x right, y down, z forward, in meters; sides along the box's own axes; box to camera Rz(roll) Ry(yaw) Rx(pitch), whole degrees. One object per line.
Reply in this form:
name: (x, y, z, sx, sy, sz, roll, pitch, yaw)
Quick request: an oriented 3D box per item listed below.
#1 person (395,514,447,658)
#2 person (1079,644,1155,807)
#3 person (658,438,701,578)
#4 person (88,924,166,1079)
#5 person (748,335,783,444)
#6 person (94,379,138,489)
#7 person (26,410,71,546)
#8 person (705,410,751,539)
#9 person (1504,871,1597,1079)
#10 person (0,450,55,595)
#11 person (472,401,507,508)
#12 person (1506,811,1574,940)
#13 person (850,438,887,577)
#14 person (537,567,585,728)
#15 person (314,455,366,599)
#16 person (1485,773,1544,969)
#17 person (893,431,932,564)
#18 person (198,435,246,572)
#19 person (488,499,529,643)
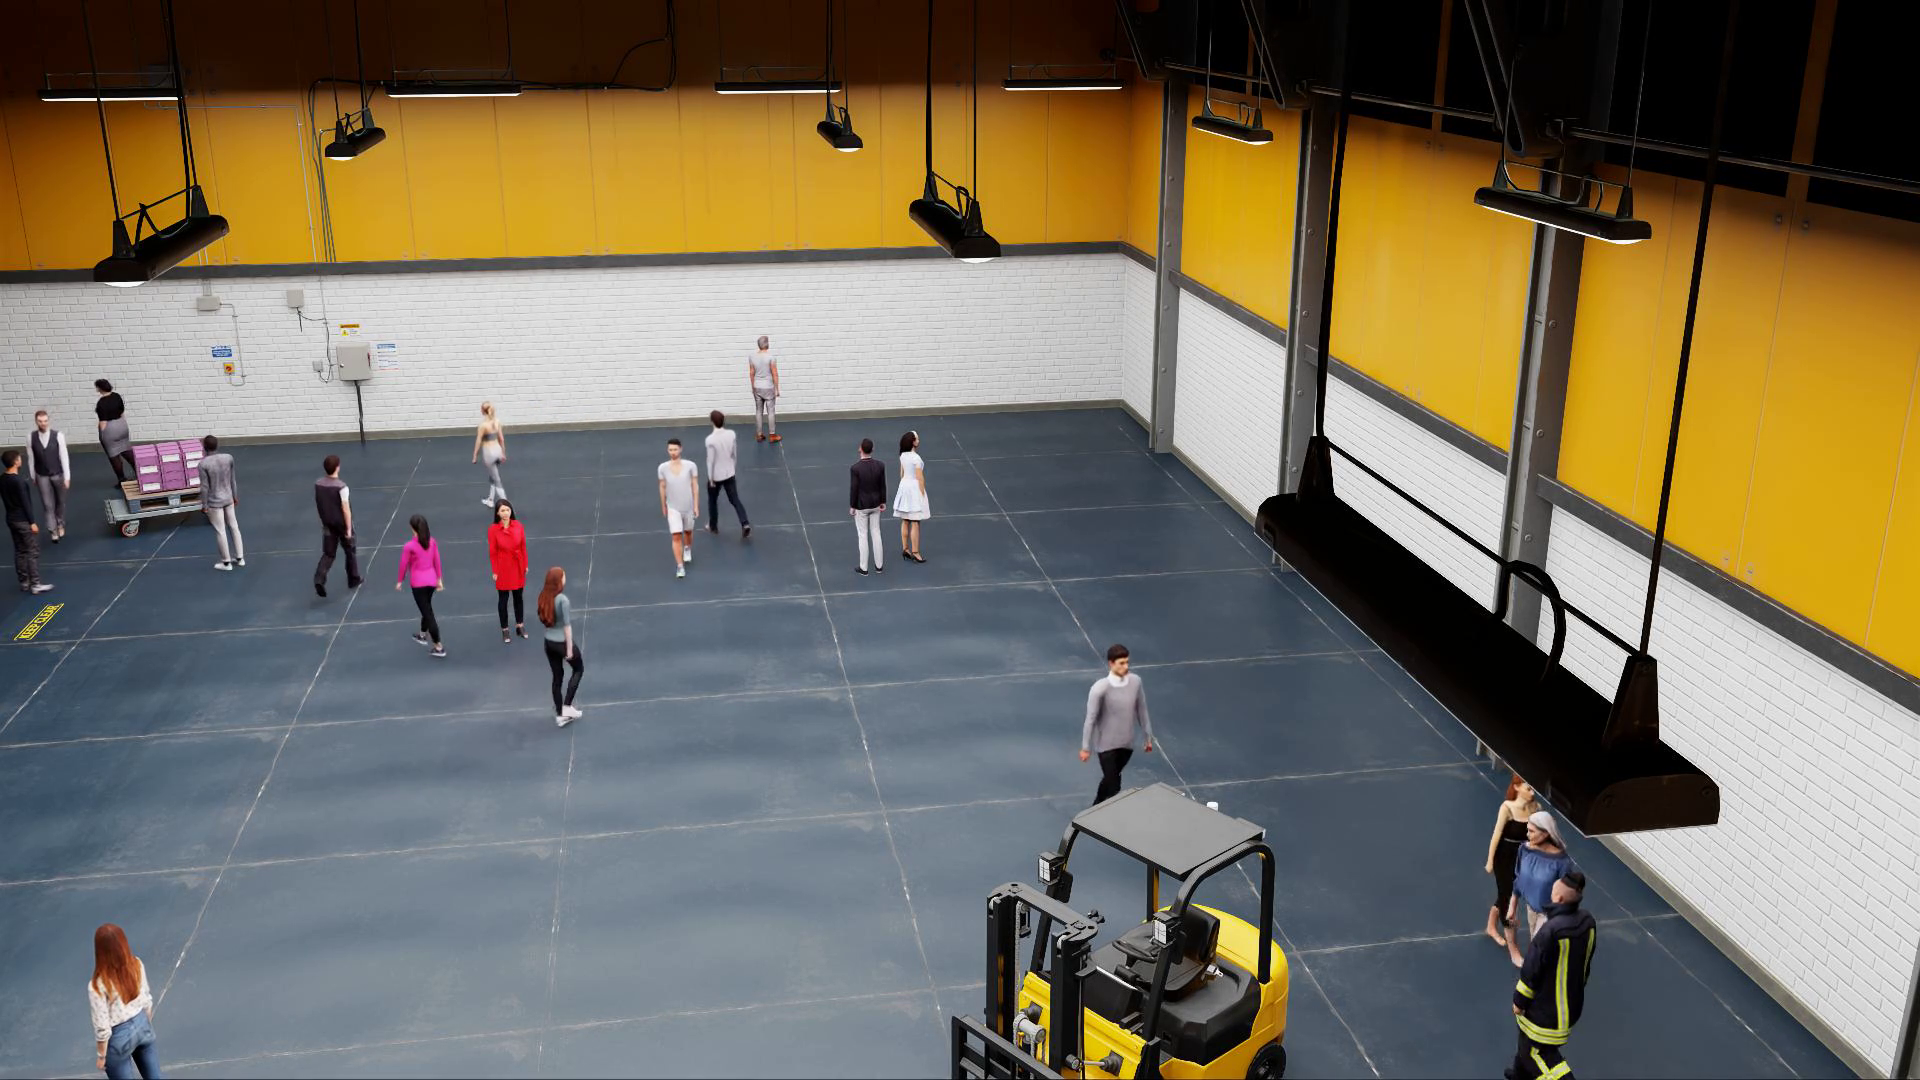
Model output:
person: (-6.160, 0.554, 19.315, 1.018, 1.670, 0.961, 12, 22, 31)
person: (1.361, 1.833, 15.204, 1.116, 1.870, 1.338, -13, 22, -33)
person: (-3.707, -0.474, 22.156, 0.657, 1.804, 1.219, -3, 19, -10)
person: (-5.525, 3.308, 11.045, 0.712, 1.728, 0.625, 9, 21, 26)
person: (-3.341, -2.580, 28.367, 0.774, 1.831, 0.777, 8, 20, 23)
person: (-13.080, -1.667, 25.790, 0.873, 1.746, 0.776, 6, 20, 18)
person: (-12.739, -0.904, 23.308, 0.949, 1.883, 1.343, -9, 21, -25)
person: (-3.283, -0.897, 23.385, 1.033, 1.822, 1.263, -14, 23, -35)
person: (4.108, 3.137, 11.385, 1.029, 1.835, 1.152, -14, 23, -36)
person: (-12.062, -0.230, 21.336, 0.730, 1.866, 0.769, 10, 21, 28)
person: (-6.814, -1.190, 24.482, 0.964, 1.677, 0.928, 10, 21, 28)
person: (4.491, 2.820, 12.586, 0.781, 1.670, 0.733, -13, 23, -34)
person: (-1.228, -0.448, 22.020, 0.713, 1.842, 0.627, -9, 20, -24)
person: (-4.262, 1.152, 17.444, 0.723, 1.730, 0.778, 12, 22, 31)
person: (-7.995, -0.150, 21.173, 0.896, 1.817, 1.194, 4, 19, 11)
person: (4.419, 2.563, 13.452, 0.675, 1.604, 0.941, -7, 20, -19)
person: (-0.649, -0.585, 22.463, 0.901, 1.818, 0.826, -15, 24, -38)
person: (-9.878, -0.509, 22.211, 0.817, 1.837, 0.740, 11, 22, 30)
person: (-5.366, 0.352, 19.791, 0.715, 1.748, 0.743, -13, 23, -34)
